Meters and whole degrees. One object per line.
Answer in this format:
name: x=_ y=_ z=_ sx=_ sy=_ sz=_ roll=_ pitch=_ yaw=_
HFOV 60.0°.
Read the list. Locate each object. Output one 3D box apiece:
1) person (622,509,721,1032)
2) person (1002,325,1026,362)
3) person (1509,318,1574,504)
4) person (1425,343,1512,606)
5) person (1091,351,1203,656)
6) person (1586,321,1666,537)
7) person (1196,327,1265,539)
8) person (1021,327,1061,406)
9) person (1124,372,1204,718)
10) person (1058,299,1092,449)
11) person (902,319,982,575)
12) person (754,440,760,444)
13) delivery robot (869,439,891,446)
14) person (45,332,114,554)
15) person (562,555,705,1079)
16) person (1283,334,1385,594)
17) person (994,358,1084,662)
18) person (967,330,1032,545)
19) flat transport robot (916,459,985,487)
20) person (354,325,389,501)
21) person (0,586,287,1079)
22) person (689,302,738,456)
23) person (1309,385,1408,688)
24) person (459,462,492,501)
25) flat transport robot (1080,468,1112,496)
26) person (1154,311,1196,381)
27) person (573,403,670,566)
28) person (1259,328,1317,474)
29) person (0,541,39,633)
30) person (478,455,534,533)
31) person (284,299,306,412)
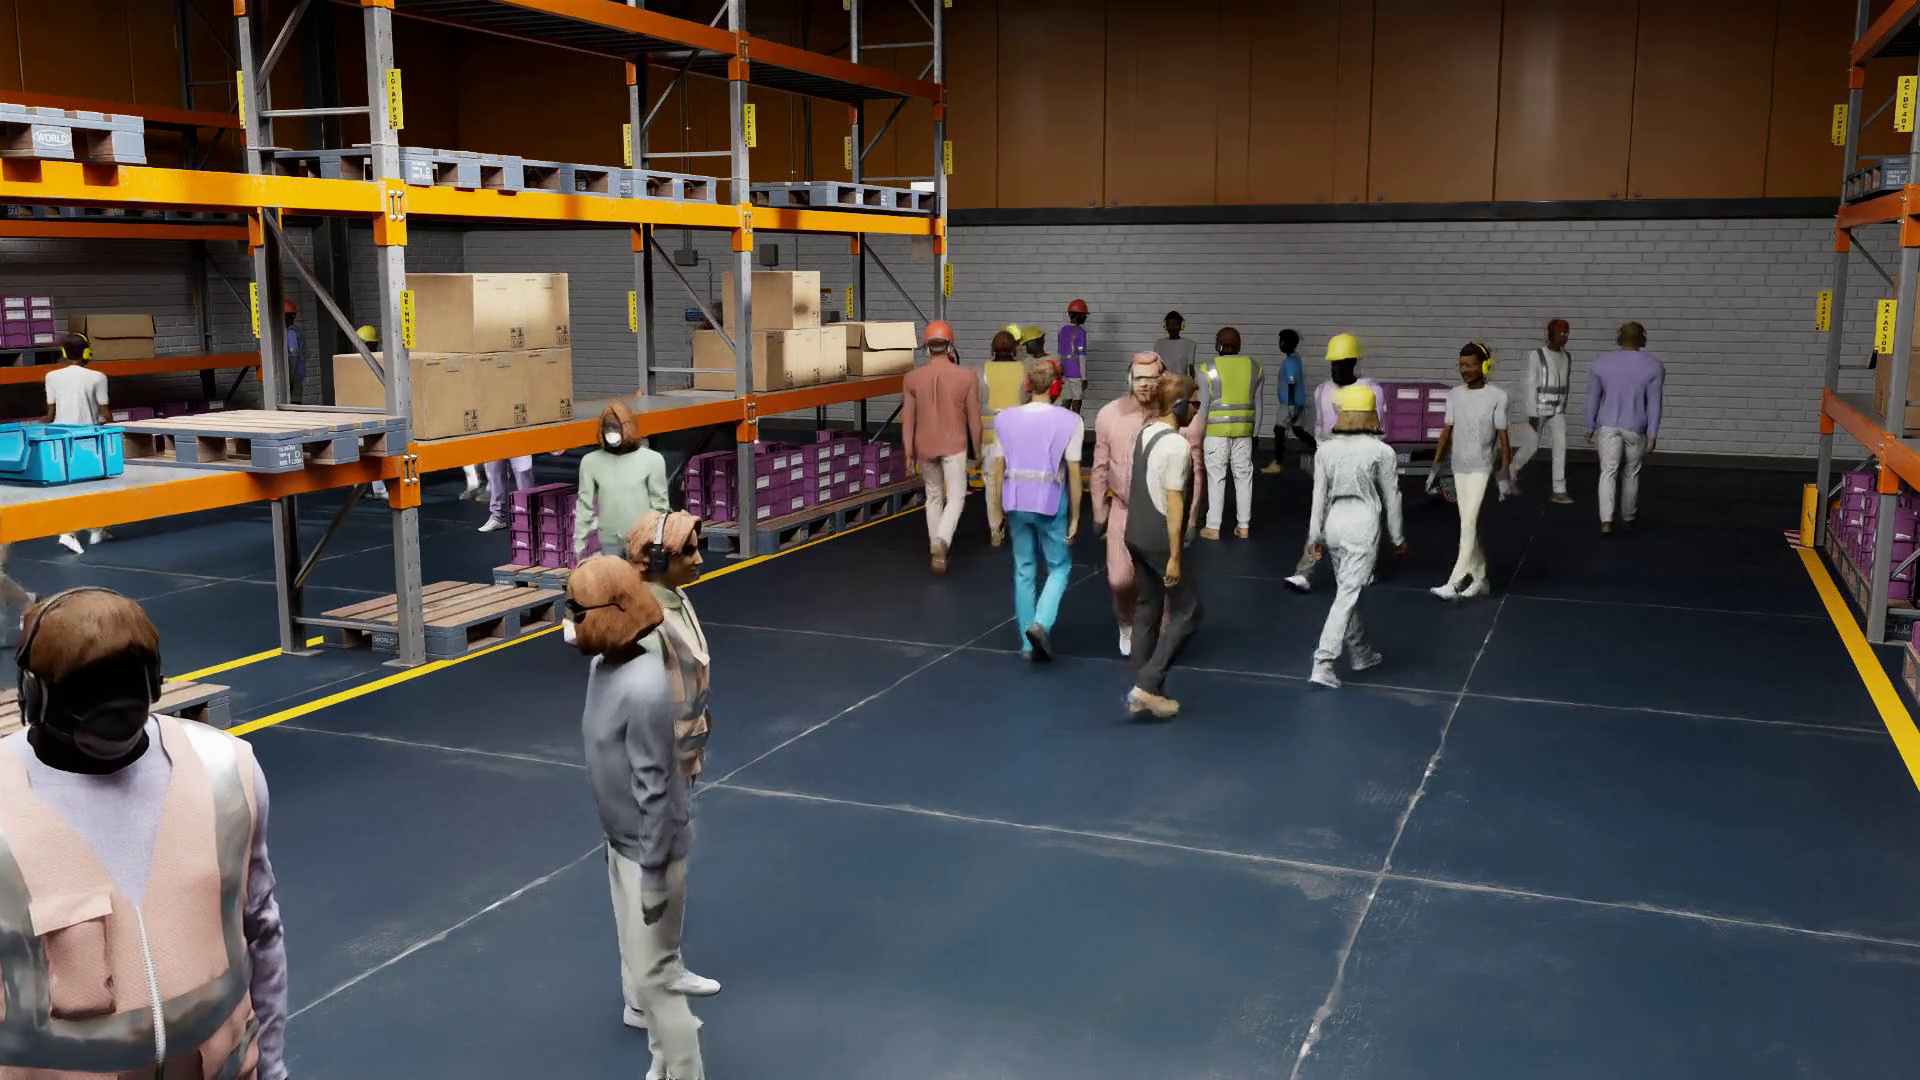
person: x=-0.922 y=0.710 z=5.184 sx=0.314 sy=1.629 sz=0.508 roll=0 pitch=9 yaw=-2
person: x=0.733 y=-1.603 z=19.011 sx=0.795 sy=1.693 sz=0.575 roll=-1 pitch=9 yaw=-5
person: x=5.894 y=-1.320 z=16.844 sx=0.578 sy=1.854 sz=0.922 roll=-4 pitch=10 yaw=-22
person: x=3.511 y=-0.457 z=11.668 sx=0.920 sy=1.821 sz=0.543 roll=-7 pitch=11 yaw=-35
person: x=1.084 y=-0.161 z=9.685 sx=0.646 sy=1.888 sz=0.498 roll=2 pitch=10 yaw=13
person: x=5.820 y=-0.974 z=14.619 sx=0.654 sy=1.892 sz=1.015 roll=5 pitch=11 yaw=28
person: x=2.314 y=-0.919 z=14.430 sx=0.621 sy=1.839 sz=0.429 roll=-2 pitch=10 yaw=-13
person: x=0.858 y=-1.384 z=17.589 sx=0.380 sy=1.724 sz=0.532 roll=-8 pitch=13 yaw=-42
person: x=1.054 y=0.046 z=8.629 sx=0.391 sy=1.819 sz=0.529 roll=-4 pitch=10 yaw=-23
person: x=1.497 y=-2.149 z=21.585 sx=0.368 sy=1.933 sz=0.552 roll=-5 pitch=11 yaw=-30
person: x=-0.154 y=-0.714 z=12.792 sx=0.615 sy=1.966 sz=0.845 roll=2 pitch=10 yaw=15
person: x=-2.409 y=-1.638 z=18.643 sx=0.477 sy=1.885 sz=0.661 roll=-4 pitch=10 yaw=-22
delivery robot: x=-1.130 y=-0.971 z=18.335 sx=0.707 sy=0.478 sz=0.477 roll=3 pitch=10 yaw=16
person: x=-7.341 y=-0.815 z=13.851 sx=0.532 sy=1.831 sz=0.957 roll=0 pitch=9 yaw=-1
person: x=-0.873 y=0.838 z=4.461 sx=0.336 sy=1.613 sz=0.505 roll=-5 pitch=11 yaw=-27
person: x=2.744 y=-0.530 z=11.968 sx=0.603 sy=1.871 sz=1.001 roll=9 pitch=13 yaw=43
person: x=0.447 y=-0.154 z=9.833 sx=0.576 sy=1.824 sz=0.476 roll=3 pitch=10 yaw=19
person: x=0.362 y=-0.853 z=14.072 sx=0.627 sy=1.830 sz=0.438 roll=0 pitch=9 yaw=-1
flat transport robot: x=-0.084 y=-0.747 z=18.119 sx=1.431 sy=0.197 sz=0.652 roll=6 pitch=11 yaw=31
person: x=-5.976 y=-1.282 z=16.839 sx=0.533 sy=1.767 sz=0.327 roll=4 pitch=10 yaw=24
person: x=-1.442 y=0.987 z=2.867 sx=0.429 sy=1.844 sz=0.623 roll=9 pitch=13 yaw=43
person: x=-2.459 y=-1.536 z=17.548 sx=1.000 sy=2.000 sz=0.706 roll=-4 pitch=10 yaw=-23
person: x=2.225 y=-0.028 z=9.471 sx=0.489 sy=1.695 sz=0.897 roll=9 pitch=13 yaw=44
person: x=-4.861 y=-1.302 z=16.674 sx=0.587 sy=1.867 sz=0.523 roll=7 pitch=11 yaw=35
flat transport robot: x=1.175 y=-0.633 z=17.429 sx=1.431 sy=0.197 sz=0.652 roll=5 pitch=11 yaw=27
person: x=2.412 y=-1.661 z=18.861 sx=0.508 sy=1.860 sz=0.316 roll=4 pitch=10 yaw=23
person: x=-1.917 y=0.041 z=9.327 sx=0.535 sy=1.594 sz=0.822 roll=1 pitch=9 yaw=9
person: x=3.839 y=-1.559 z=18.829 sx=0.755 sy=1.669 sz=0.552 roll=3 pitch=10 yaw=20
person: x=-6.003 y=-0.131 z=10.324 sx=0.520 sy=1.612 sz=0.690 roll=2 pitch=10 yaw=13
person: x=-4.028 y=-1.003 z=14.724 sx=0.648 sy=1.907 sz=0.409 roll=3 pitch=10 yaw=18
person: x=-8.553 y=-2.098 z=21.263 sx=0.354 sy=1.939 sz=0.545 roll=-3 pitch=10 yaw=-18
